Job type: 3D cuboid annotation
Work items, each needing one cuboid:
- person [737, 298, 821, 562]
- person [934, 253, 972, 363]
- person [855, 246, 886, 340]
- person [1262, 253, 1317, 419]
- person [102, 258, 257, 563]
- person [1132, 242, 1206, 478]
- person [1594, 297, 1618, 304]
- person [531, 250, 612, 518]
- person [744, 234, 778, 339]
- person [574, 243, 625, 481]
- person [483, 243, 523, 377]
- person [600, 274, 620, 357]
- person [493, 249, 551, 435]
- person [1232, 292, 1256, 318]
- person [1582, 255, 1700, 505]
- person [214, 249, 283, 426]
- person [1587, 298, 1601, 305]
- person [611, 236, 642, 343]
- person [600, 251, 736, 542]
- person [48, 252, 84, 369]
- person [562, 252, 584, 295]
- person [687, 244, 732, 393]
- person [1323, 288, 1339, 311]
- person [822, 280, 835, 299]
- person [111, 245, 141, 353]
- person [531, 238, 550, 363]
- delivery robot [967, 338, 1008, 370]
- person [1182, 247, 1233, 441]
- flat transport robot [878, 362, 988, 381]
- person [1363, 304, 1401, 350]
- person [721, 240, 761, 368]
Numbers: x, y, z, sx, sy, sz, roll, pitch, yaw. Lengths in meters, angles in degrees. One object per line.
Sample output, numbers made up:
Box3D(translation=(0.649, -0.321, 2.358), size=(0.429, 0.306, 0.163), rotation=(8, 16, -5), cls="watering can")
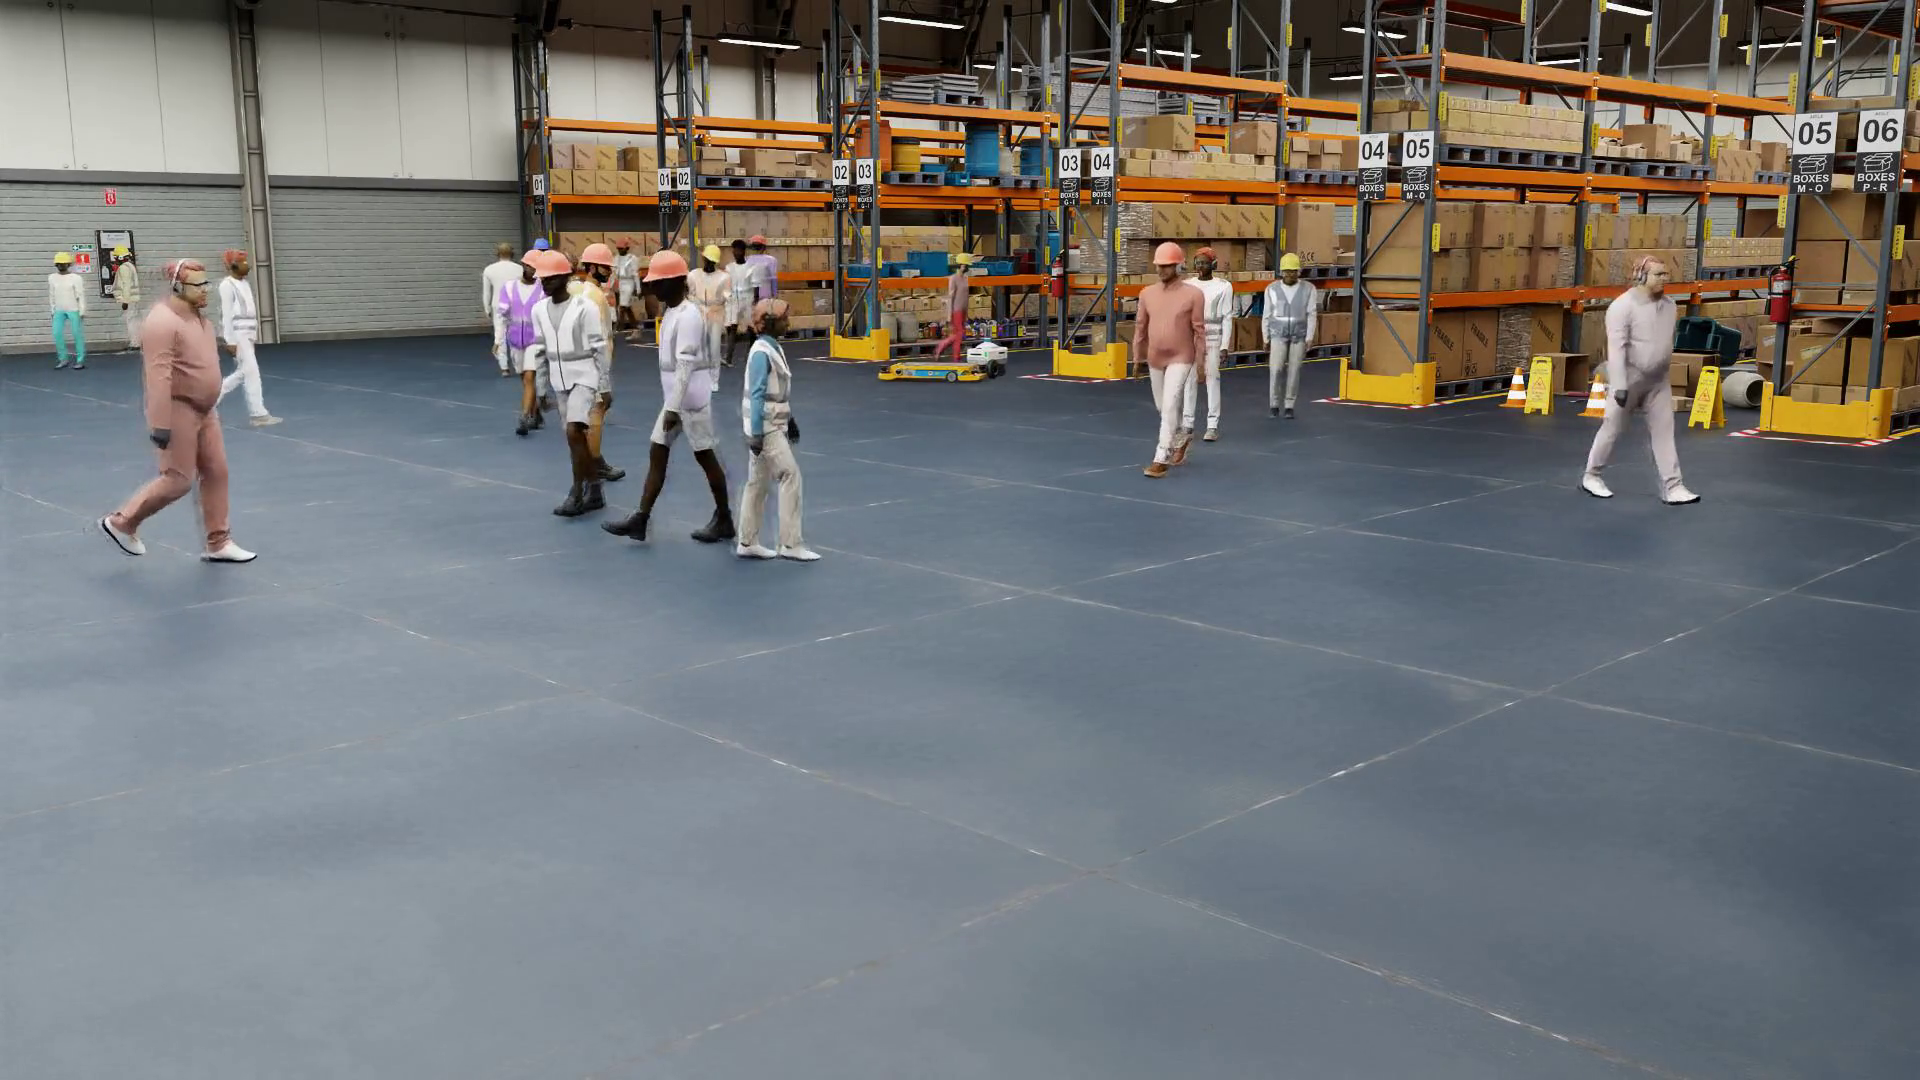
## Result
Box3D(translation=(-1.097, -0.668, 10.233), size=(0.668, 1.614, 0.534), rotation=(0, 10, -2), cls="person")
Box3D(translation=(-0.108, -3.432, 24.951), size=(0.627, 1.732, 0.548), rotation=(5, 11, 23), cls="person")
Box3D(translation=(-1.645, -4.737, 31.915), size=(0.583, 1.807, 0.944), rotation=(8, 13, 37), cls="person")
Box3D(translation=(3.592, -2.213, 18.159), size=(0.590, 1.802, 0.697), rotation=(2, 11, 11), cls="person")
Box3D(translation=(-4.790, -0.767, 10.085), size=(0.750, 1.871, 0.687), rotation=(0, 10, -1), cls="person")
Box3D(translation=(1.799, -1.555, 14.159), size=(0.637, 1.959, 0.990), rotation=(7, 12, 32), cls="person")
Box3D(translation=(11.608, -4.293, 29.778), size=(0.607, 1.704, 0.365), rotation=(-3, 11, -17), cls="person")
Box3D(translation=(-2.813, -1.113, 11.918), size=(0.559, 1.888, 0.792), rotation=(5, 11, 24), cls="person")
Box3D(translation=(-3.388, -4.150, 28.101), size=(0.630, 2.025, 0.582), rotation=(2, 11, 9), cls="person")
Box3D(translation=(-2.991, -1.472, 13.747), size=(0.371, 1.930, 0.552), rotation=(-6, 12, -28), cls="person")
Box3D(translation=(-6.518, -3.314, 23.935), size=(0.647, 1.885, 1.009), rotation=(-1, 10, -7), cls="person")
Box3D(translation=(-5.901, -3.858, 27.523), size=(0.543, 1.639, 0.889), rotation=(-2, 11, -12), cls="person")
Box3D(translation=(-4.413, -2.027, 16.992), size=(0.579, 1.861, 1.025), rotation=(0, 10, 1), cls="person")
Box3D(translation=(5.297, -4.599, 31.047), size=(0.429, 1.846, 0.626), rotation=(-9, 14, -41), cls="person")
Box3D(translation=(5.130, -1.203, 12.509), size=(0.670, 1.852, 1.017), rotation=(-4, 11, -20), cls="person")
Box3D(translation=(-7.686, -2.146, 17.637), size=(0.807, 1.859, 0.586), rotation=(-1, 10, -4), cls="person")
Box3D(translation=(12.254, -4.628, 31.782), size=(0.517, 1.621, 0.360), rotation=(8, 13, 38), cls="person")
Box3D(translation=(-6.360, -4.693, 31.215), size=(0.675, 1.965, 1.025), rotation=(8, 13, 36), cls="person")
Box3D(translation=(-1.891, -0.908, 10.767), size=(0.944, 1.889, 0.564), rotation=(-5, 12, -27), cls="person")
Box3D(translation=(-13.360, -3.417, 24.845), size=(0.544, 1.739, 0.681), rotation=(0, 10, 0), cls="person")
Box3D(translation=(-4.095, -2.157, 17.779), size=(0.460, 1.822, 0.522), rotation=(-2, 11, -11), cls="person")
Box3D(translation=(-3.184, -2.821, 21.234), size=(0.602, 1.880, 0.582), rotation=(1, 10, 4), cls="person")
Box3D(translation=(9.043, -6.348, 40.386), size=(0.373, 1.932, 0.583), rotation=(-8, 13, -37), cls="person")
Box3D(translation=(-2.832, -5.617, 36.338), size=(0.372, 1.940, 0.627), rotation=(-8, 13, -37), cls="person")
Box3D(translation=(-14.272, -4.124, 28.480), size=(0.403, 1.832, 0.594), rotation=(-3, 11, -17), cls="person")
Box3D(translation=(-6.502, -3.745, 26.103), size=(0.384, 1.949, 0.603), rotation=(0, 10, -2), cls="person")
Box3D(translation=(0.396, -2.644, 23.760), size=(0.477, 0.478, 0.707), rotation=(6, 12, 28), cls="delivery robot")
Box3D(translation=(2.382, -1.923, 16.345), size=(0.574, 1.884, 0.356), rotation=(6, 12, 28), cls="person")
Box3D(translation=(-0.372, -2.362, 23.253), size=(1.431, 0.197, 0.652), rotation=(2, 11, 10), cls="flat transport robot")
Box3D(translation=(5.577, -2.880, 22.109), size=(0.552, 1.671, 0.633), rotation=(9, 14, 42), cls="person")
Box3D(translation=(-3.322, -3.544, 25.055), size=(0.633, 1.921, 0.960), rotation=(4, 11, 20), cls="person")
